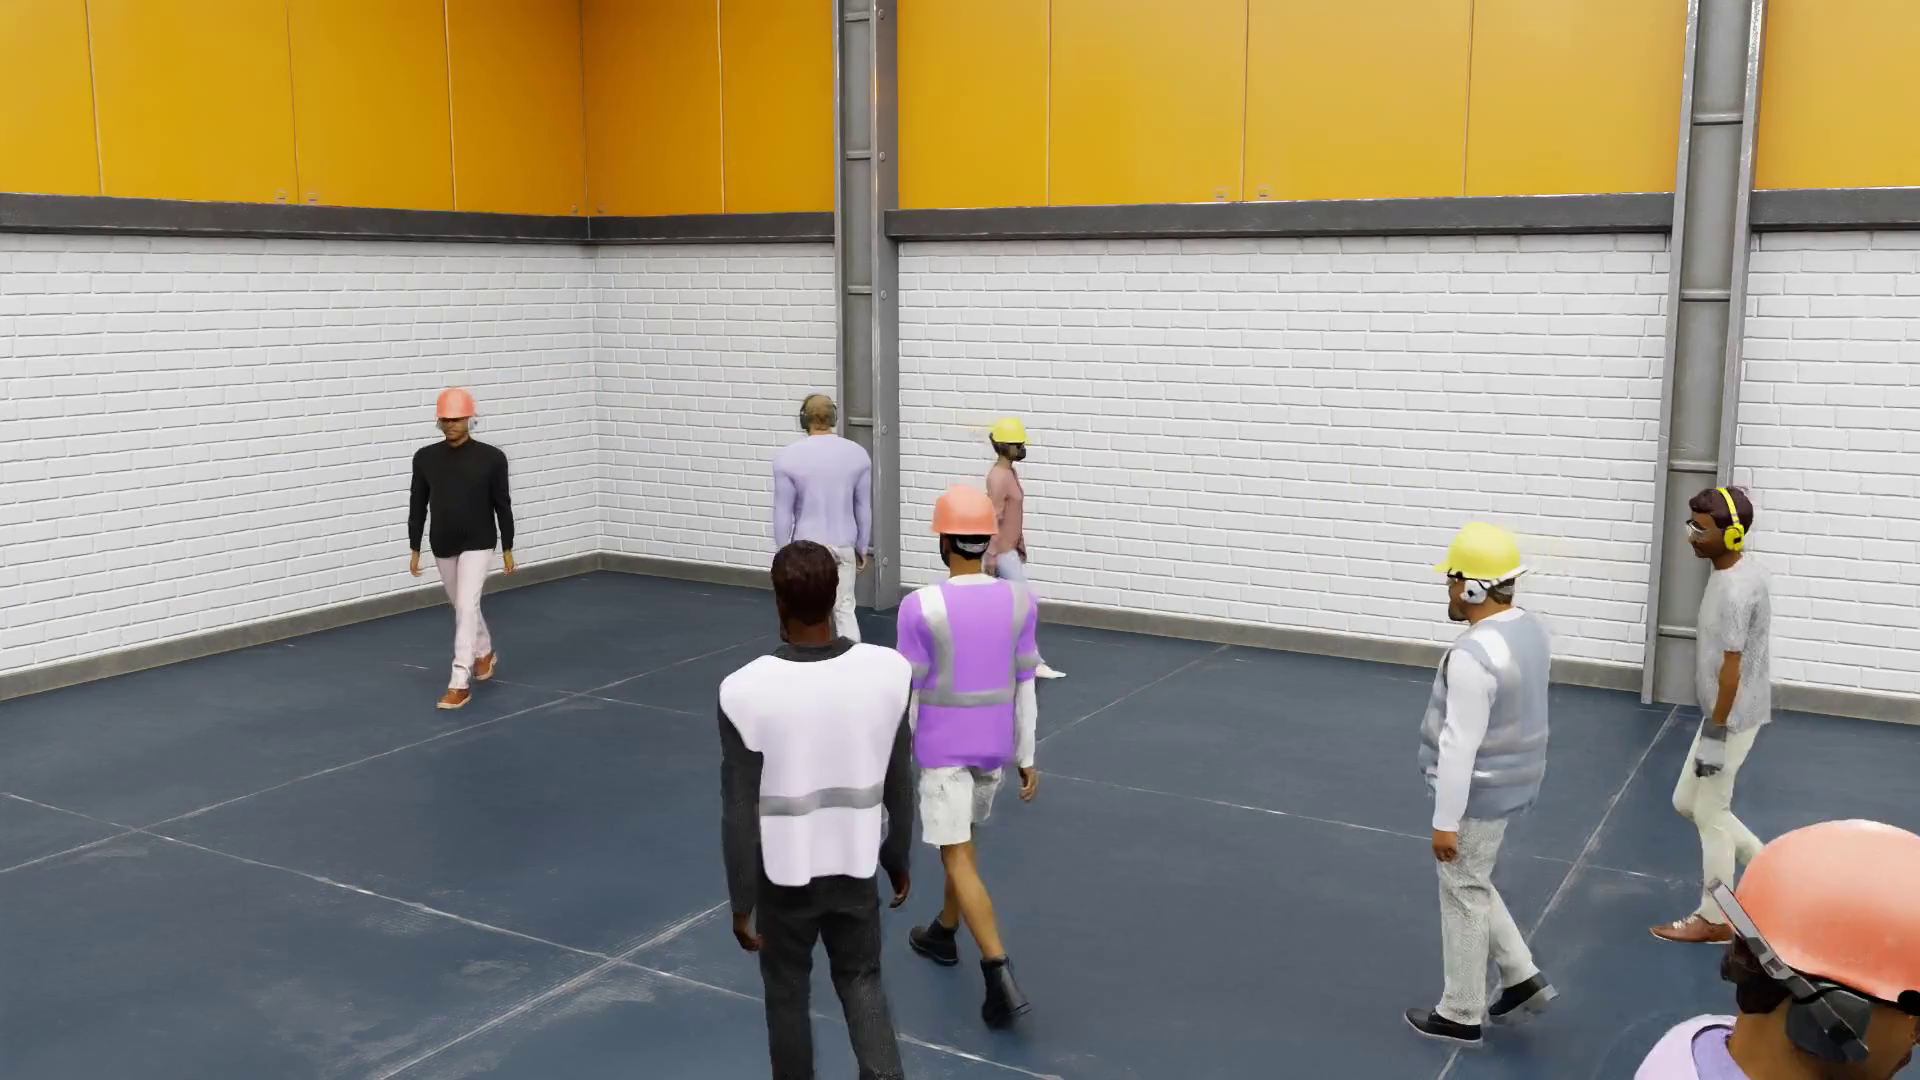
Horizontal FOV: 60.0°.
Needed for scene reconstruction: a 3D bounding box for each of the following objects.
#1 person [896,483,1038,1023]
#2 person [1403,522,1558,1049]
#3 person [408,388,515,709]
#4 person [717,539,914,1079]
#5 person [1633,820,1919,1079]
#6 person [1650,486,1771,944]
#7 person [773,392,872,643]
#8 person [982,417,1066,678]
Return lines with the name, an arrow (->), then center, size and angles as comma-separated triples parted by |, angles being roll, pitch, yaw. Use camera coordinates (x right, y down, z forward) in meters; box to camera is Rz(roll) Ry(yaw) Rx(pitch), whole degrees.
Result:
person -> 0.034, 0.745, 6.021 | 0.553, 1.901, 0.949 | -5, 10, -28
person -> 1.751, 0.842, 5.634 | 0.414, 1.821, 0.615 | 7, 12, 38
person -> -3.134, 0.009, 10.478 | 0.630, 1.947, 1.046 | 1, 9, 6
person -> -0.390, 0.944, 4.764 | 0.600, 1.904, 0.720 | -4, 10, -22
person -> 1.008, 1.316, 2.240 | 1.087, 1.977, 0.636 | 3, 9, 16
person -> 3.001, 0.704, 6.438 | 0.478, 1.846, 0.508 | 3, 10, 17
person -> -0.841, 0.058, 10.242 | 0.625, 1.928, 0.400 | -4, 10, -24
person -> 0.222, 0.048, 10.907 | 0.894, 1.732, 0.527 | 1, 9, 7
